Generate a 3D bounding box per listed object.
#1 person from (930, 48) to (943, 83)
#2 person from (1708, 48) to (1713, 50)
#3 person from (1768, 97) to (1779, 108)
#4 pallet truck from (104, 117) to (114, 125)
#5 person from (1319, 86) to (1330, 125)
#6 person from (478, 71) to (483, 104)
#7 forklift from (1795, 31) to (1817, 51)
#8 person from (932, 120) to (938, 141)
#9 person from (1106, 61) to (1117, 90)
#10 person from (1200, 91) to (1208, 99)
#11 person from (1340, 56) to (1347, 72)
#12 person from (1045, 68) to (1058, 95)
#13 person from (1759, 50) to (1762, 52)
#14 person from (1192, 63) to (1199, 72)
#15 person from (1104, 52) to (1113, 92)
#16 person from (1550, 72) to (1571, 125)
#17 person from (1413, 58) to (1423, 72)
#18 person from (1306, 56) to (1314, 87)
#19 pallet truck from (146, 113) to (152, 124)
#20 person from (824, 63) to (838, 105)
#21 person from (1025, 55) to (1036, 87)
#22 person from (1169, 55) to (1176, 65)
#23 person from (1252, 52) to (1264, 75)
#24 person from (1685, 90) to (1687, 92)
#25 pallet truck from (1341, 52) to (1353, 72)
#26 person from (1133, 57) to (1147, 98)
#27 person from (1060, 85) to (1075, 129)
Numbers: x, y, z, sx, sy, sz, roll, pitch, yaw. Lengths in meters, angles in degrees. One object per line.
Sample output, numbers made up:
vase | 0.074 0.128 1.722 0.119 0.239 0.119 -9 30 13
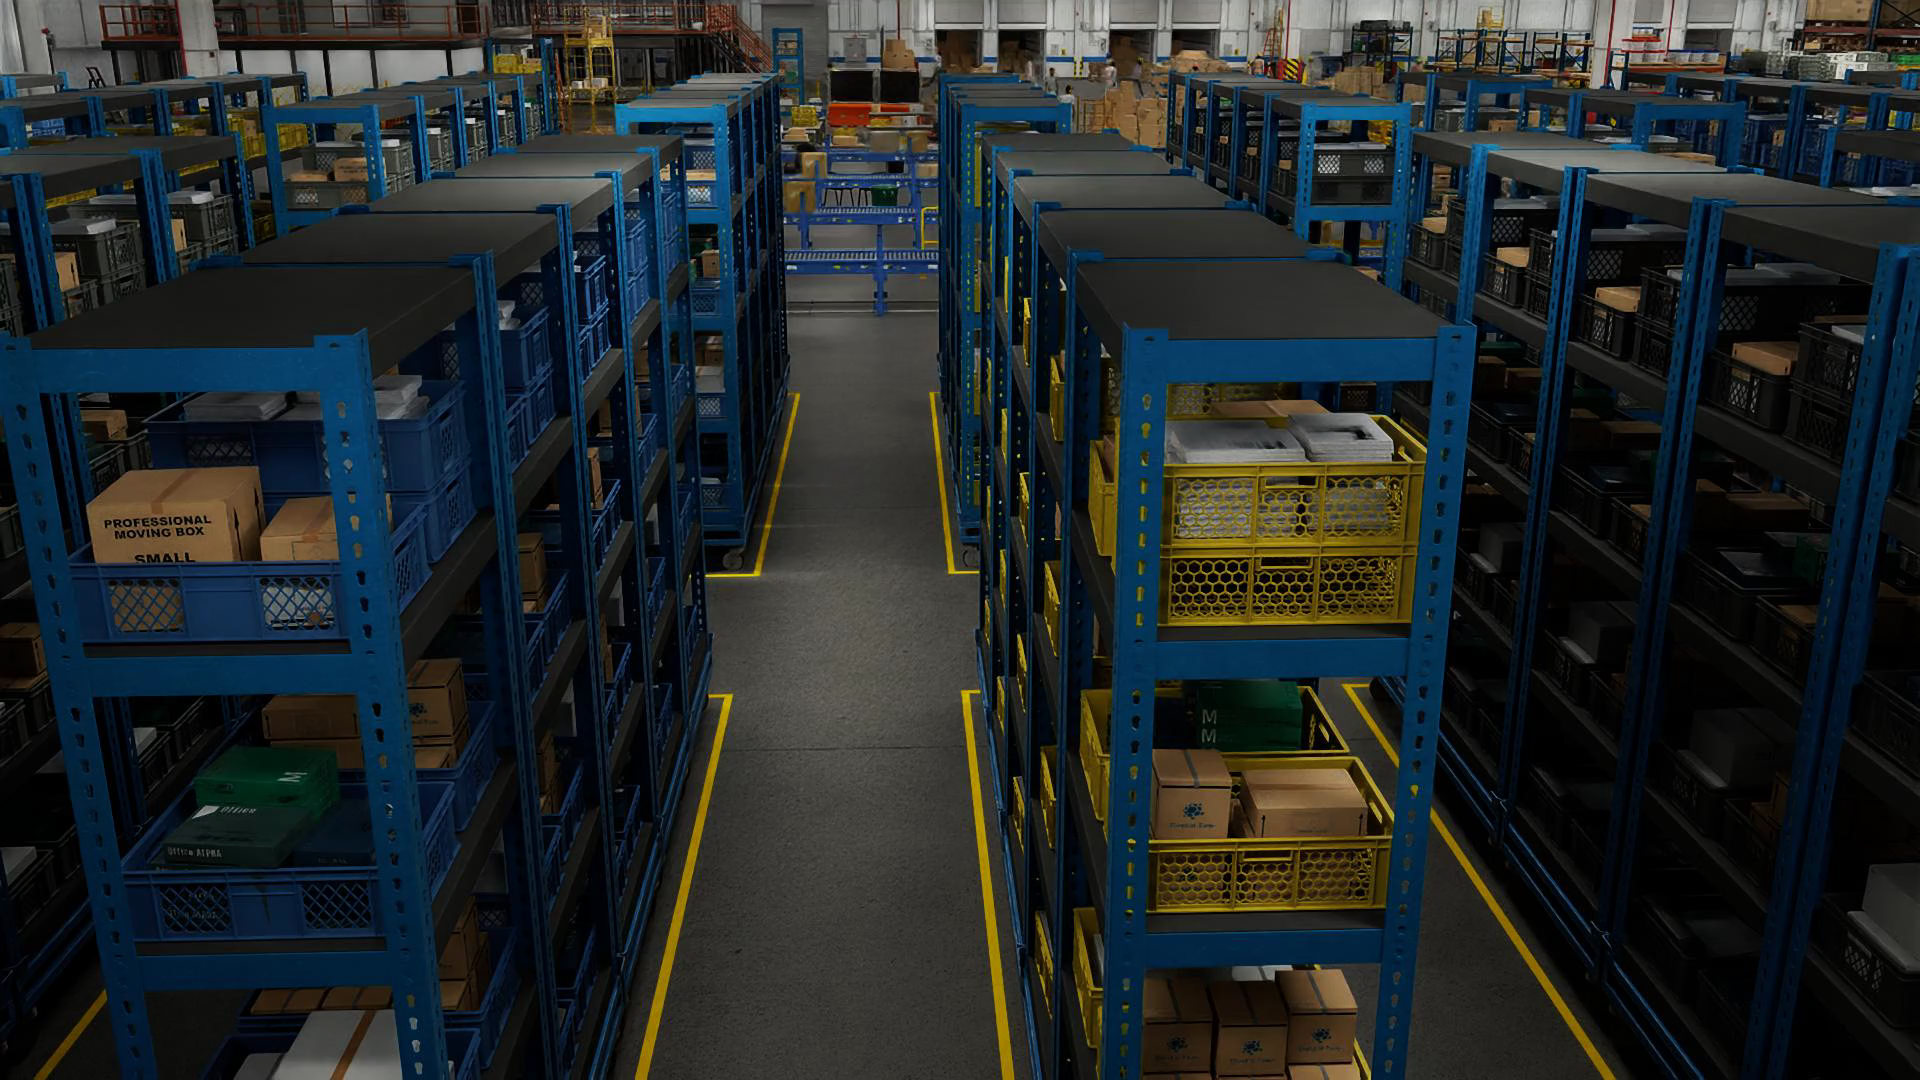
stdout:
person | -1.223 -26.206 91.942 0.907 1.905 0.548 12 21 33
person | 41.300 -26.082 91.516 0.804 1.916 0.562 3 18 10
person | 30.688 -16.726 62.577 1.029 1.911 0.628 -8 19 -22
pallet truck | -18.367 -7.885 35.078 1.885 1.965 0.823 1 18 2
person | 12.017 -14.120 54.861 0.533 1.686 0.456 1 18 4
person | -18.078 -16.853 63.099 0.959 1.838 0.557 4 18 13
forklift | 45.898 -26.250 90.495 1.129 2.768 1.873 -1 18 -2
person | -0.540 -12.198 48.895 0.952 1.714 0.523 3 18 10
person | 6.840 -20.479 74.362 0.859 1.808 0.649 -17 24 -42
person | 8.479 -15.197 57.636 0.768 2.000 0.535 2 18 8
person | 19.601 -23.849 84.979 0.378 1.680 0.547 2 18 7
person | 3.684 -17.974 66.568 0.527 1.837 0.900 10 21 29
person | 43.329 -25.688 90.454 1.004 1.831 0.581 1 18 3
person | 9.272 -17.787 65.673 0.603 2.034 0.417 5 19 16
person | 7.456 -23.449 83.324 0.409 1.943 0.615 -8 20 -23
person | 22.048 -16.144 60.816 0.983 1.892 0.560 -6 19 -18
person | 22.170 -22.482 80.650 0.528 1.755 0.471 -3 18 -8
person | 17.624 -23.456 83.713 0.605 1.719 0.493 -3 18 -10
pallet truck | -18.087 -8.309 36.390 1.885 1.965 0.823 -1 18 -4
person | -5.659 -19.932 72.689 0.649 1.790 0.952 -6 19 -18
person | 3.392 -22.325 79.910 0.908 1.916 0.630 1 18 4
person | 10.107 -21.738 78.016 0.625 1.959 0.811 14 23 37
person | 14.909 -23.388 83.159 0.592 1.930 0.356 7 19 20
person | 21.713 -12.607 49.975 0.614 1.812 0.429 -1 18 -4
pallet truck | 18.794 -23.123 82.231 0.823 1.965 1.885 -13 22 -35
person | 8.287 -21.663 77.929 0.911 1.867 0.614 -4 18 -11
person | 3.321 -13.325 52.156 0.557 1.842 0.521 4 18 11
